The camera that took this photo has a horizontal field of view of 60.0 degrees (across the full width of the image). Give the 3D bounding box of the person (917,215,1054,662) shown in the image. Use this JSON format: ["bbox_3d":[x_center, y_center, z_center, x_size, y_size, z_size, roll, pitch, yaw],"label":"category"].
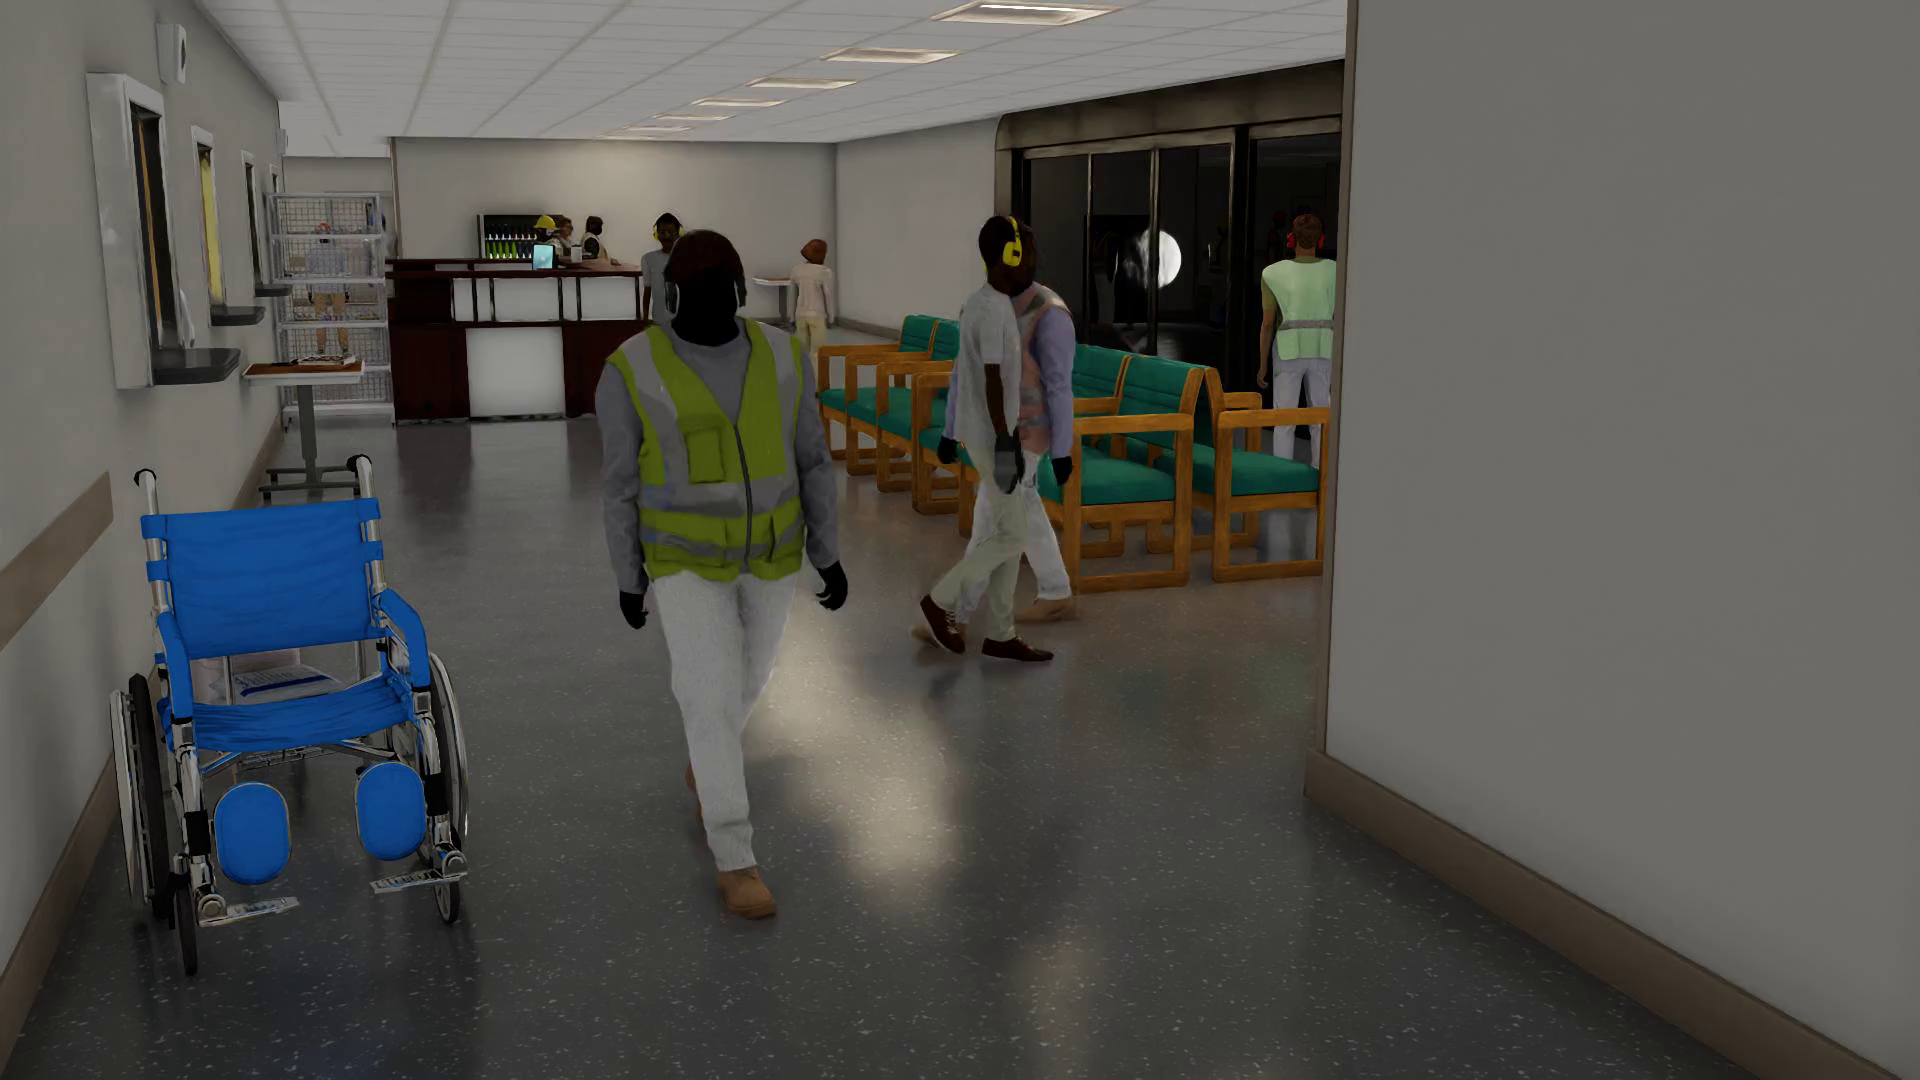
[{"bbox_3d":[0.120,-0.396,6.782,0.538,1.841,0.567,1,11,7],"label":"person"}]

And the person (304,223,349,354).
[{"bbox_3d":[-8.456,-3.360,22.256,0.563,1.742,0.361,-4,12,-20],"label":"person"}]

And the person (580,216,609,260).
[{"bbox_3d":[-5.370,-3.841,24.489,0.429,1.838,0.622,-4,12,-18],"label":"person"}]

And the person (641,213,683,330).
[{"bbox_3d":[-2.400,-1.783,13.881,0.505,1.861,0.330,0,11,-2],"label":"person"}]

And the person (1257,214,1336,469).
[{"bbox_3d":[2.165,-1.124,10.513,0.568,1.845,0.386,-1,11,-4],"label":"person"}]

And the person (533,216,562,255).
[{"bbox_3d":[-5.449,-3.354,21.979,0.403,1.837,0.590,-5,12,-24],"label":"person"}]

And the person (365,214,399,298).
[{"bbox_3d":[-9.040,-4.192,26.134,0.666,1.895,0.871,2,11,8],"label":"person"}]

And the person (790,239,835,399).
[{"bbox_3d":[-1.490,-2.217,16.746,0.547,1.608,0.376,6,13,30],"label":"person"}]

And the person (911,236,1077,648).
[{"bbox_3d":[0.187,-0.445,7.202,0.927,1.788,0.647,-6,13,-30],"label":"person"}]

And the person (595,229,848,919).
[{"bbox_3d":[-0.681,0.041,4.663,0.625,1.810,0.929,-6,13,-29],"label":"person"}]
